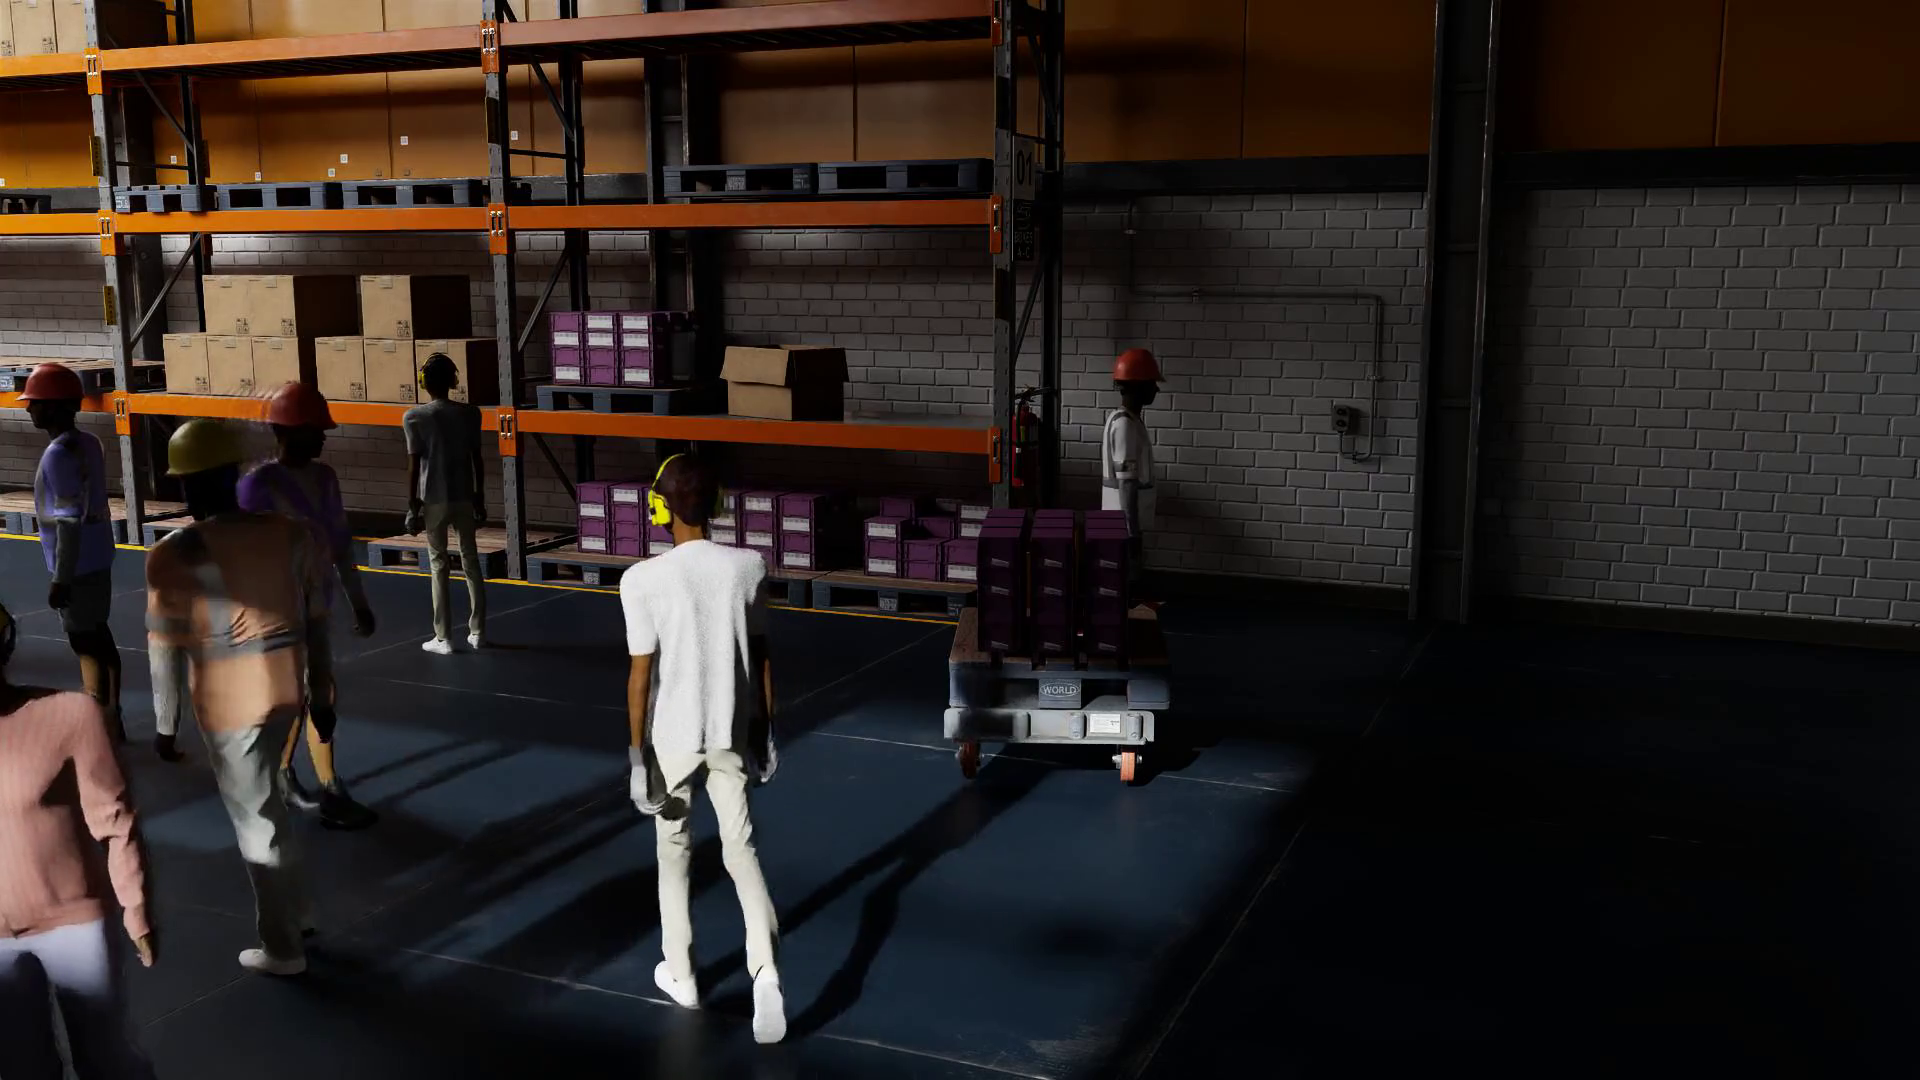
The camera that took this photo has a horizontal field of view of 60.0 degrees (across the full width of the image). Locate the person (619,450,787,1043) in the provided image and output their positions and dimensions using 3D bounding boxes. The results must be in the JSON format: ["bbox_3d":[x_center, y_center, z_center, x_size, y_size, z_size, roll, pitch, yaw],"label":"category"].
[{"bbox_3d":[-0.782,0.643,5.207,0.523,1.845,0.782,-5,11,-26],"label":"person"}]

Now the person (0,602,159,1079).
[{"bbox_3d":[-2.212,0.906,3.983,0.561,1.734,0.576,-2,10,-11],"label":"person"}]

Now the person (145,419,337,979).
[{"bbox_3d":[-2.449,0.544,5.620,0.575,1.901,0.581,5,11,26],"label":"person"}]

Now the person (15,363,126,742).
[{"bbox_3d":[-4.348,0.106,8.145,0.368,1.939,0.542,-2,10,-12],"label":"person"}]

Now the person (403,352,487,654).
[{"bbox_3d":[-3.196,-0.218,10.324,0.521,1.862,0.335,-7,12,-37],"label":"person"}]

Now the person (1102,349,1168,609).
[{"bbox_3d":[0.988,-0.115,9.470,0.361,1.935,0.552,1,9,3],"label":"person"}]

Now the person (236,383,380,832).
[{"bbox_3d":[-2.737,0.285,7.140,0.793,1.905,0.563,2,10,13],"label":"person"}]
